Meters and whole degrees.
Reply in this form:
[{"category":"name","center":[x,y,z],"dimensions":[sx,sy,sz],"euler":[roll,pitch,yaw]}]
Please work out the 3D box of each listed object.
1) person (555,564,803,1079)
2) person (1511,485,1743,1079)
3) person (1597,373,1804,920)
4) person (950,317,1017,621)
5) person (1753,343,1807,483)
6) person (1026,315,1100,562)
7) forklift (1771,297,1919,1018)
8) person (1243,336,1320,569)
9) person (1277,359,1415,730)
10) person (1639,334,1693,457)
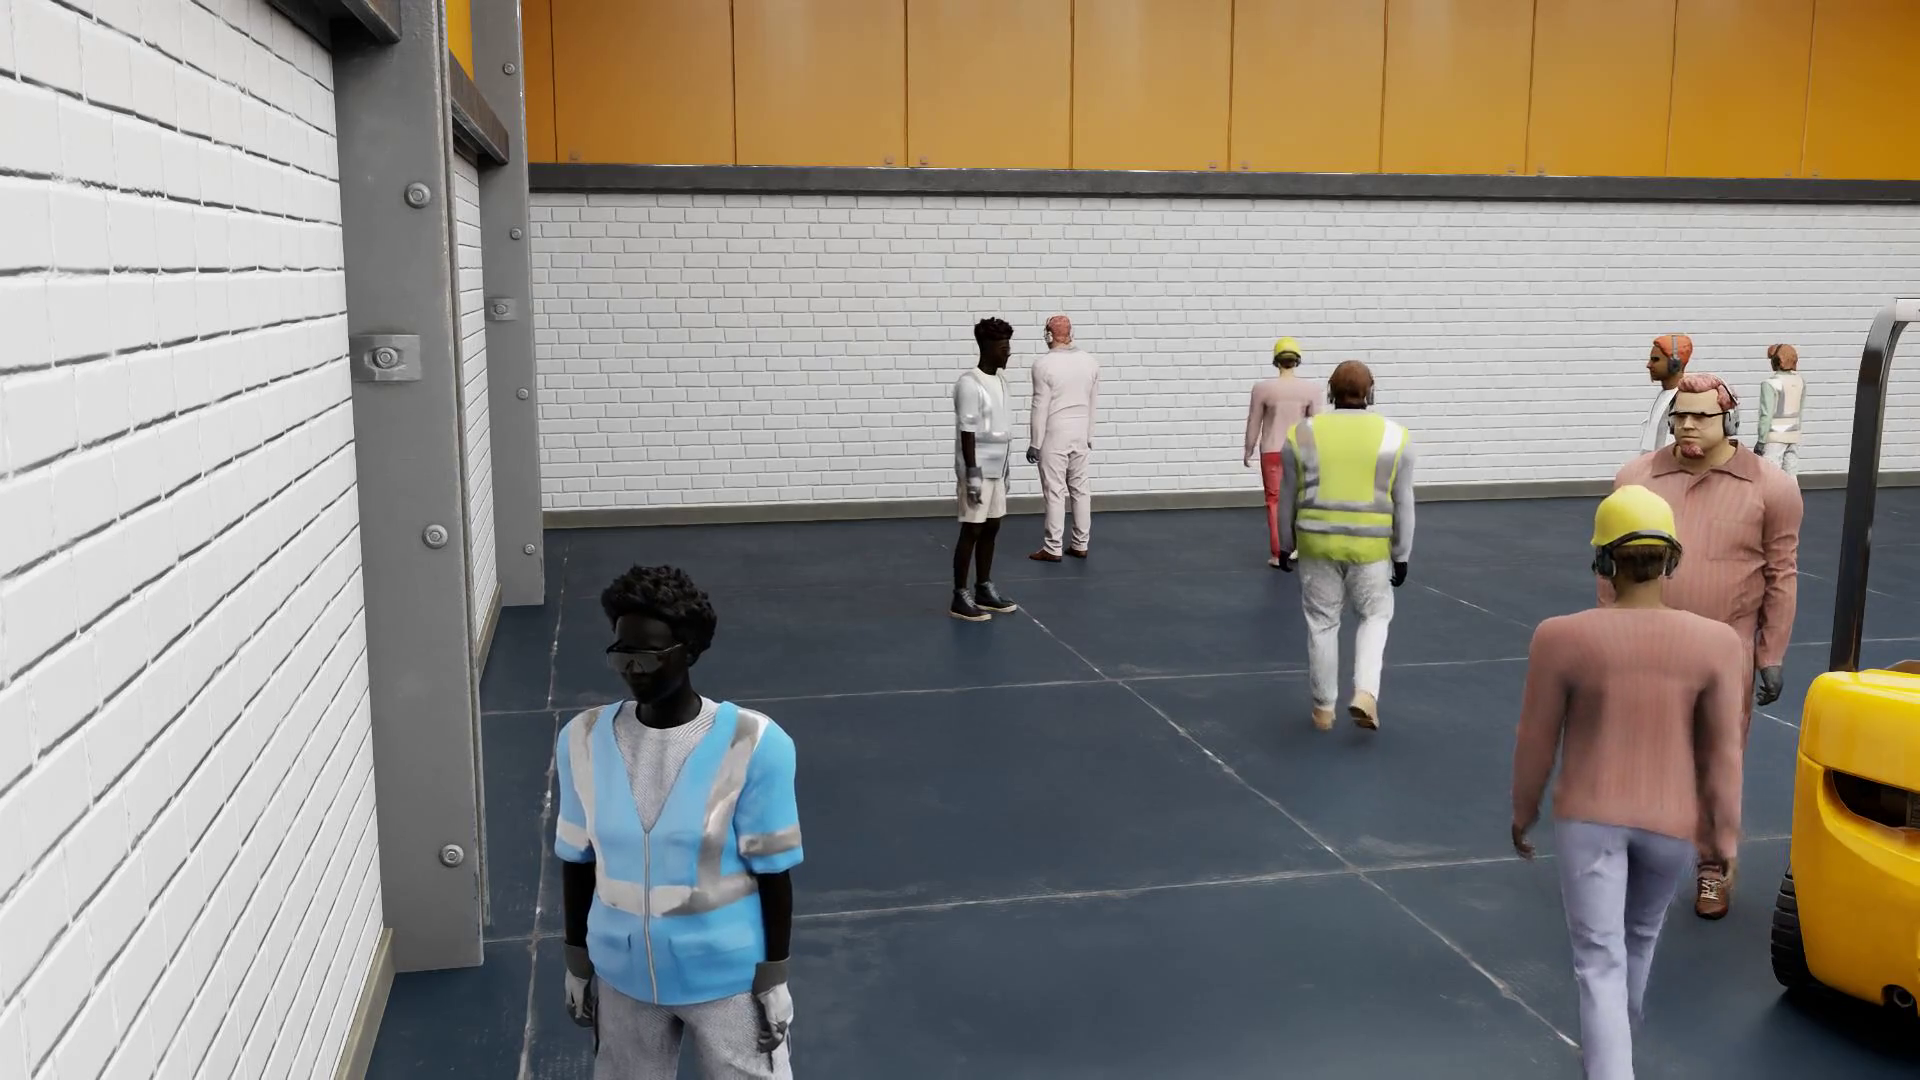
[{"category":"person","center":[-0.575,0.878,3.397],"dimensions":[0.537,1.689,0.320],"euler":[2,10,14]},{"category":"person","center":[1.723,0.711,4.344],"dimensions":[0.532,1.703,0.935],"euler":[1,9,8]},{"category":"person","center":[2.554,0.368,5.843],"dimensions":[0.652,1.906,0.402],"euler":[7,12,37]},{"category":"person","center":[0.166,-0.460,10.766],"dimensions":[0.380,1.957,0.599],"euler":[5,11,29]},{"category":"person","center":[6.809,-0.811,13.839],"dimensions":[0.523,1.638,0.311],"euler":[-5,11,-28]},{"category":"person","center":[0.770,-0.779,12.859],"dimensions":[0.637,1.901,0.403],"euler":[-7,12,-36]},{"category":"forklift","center":[3.542,0.334,5.177],"dimensions":[2.313,2.155,1.214],"euler":[-9,13,-43]},{"category":"person","center":[2.430,-0.671,12.654],"dimensions":[0.548,1.743,0.597],"euler":[0,9,-1]},{"category":"person","center":[1.857,0.043,8.056],"dimensions":[0.653,1.831,0.493],"euler":[2,10,13]},{"category":"person","center":[4.122,-0.256,9.715],"dimensions":[0.340,1.882,0.585],"euler":[1,9,7]}]
